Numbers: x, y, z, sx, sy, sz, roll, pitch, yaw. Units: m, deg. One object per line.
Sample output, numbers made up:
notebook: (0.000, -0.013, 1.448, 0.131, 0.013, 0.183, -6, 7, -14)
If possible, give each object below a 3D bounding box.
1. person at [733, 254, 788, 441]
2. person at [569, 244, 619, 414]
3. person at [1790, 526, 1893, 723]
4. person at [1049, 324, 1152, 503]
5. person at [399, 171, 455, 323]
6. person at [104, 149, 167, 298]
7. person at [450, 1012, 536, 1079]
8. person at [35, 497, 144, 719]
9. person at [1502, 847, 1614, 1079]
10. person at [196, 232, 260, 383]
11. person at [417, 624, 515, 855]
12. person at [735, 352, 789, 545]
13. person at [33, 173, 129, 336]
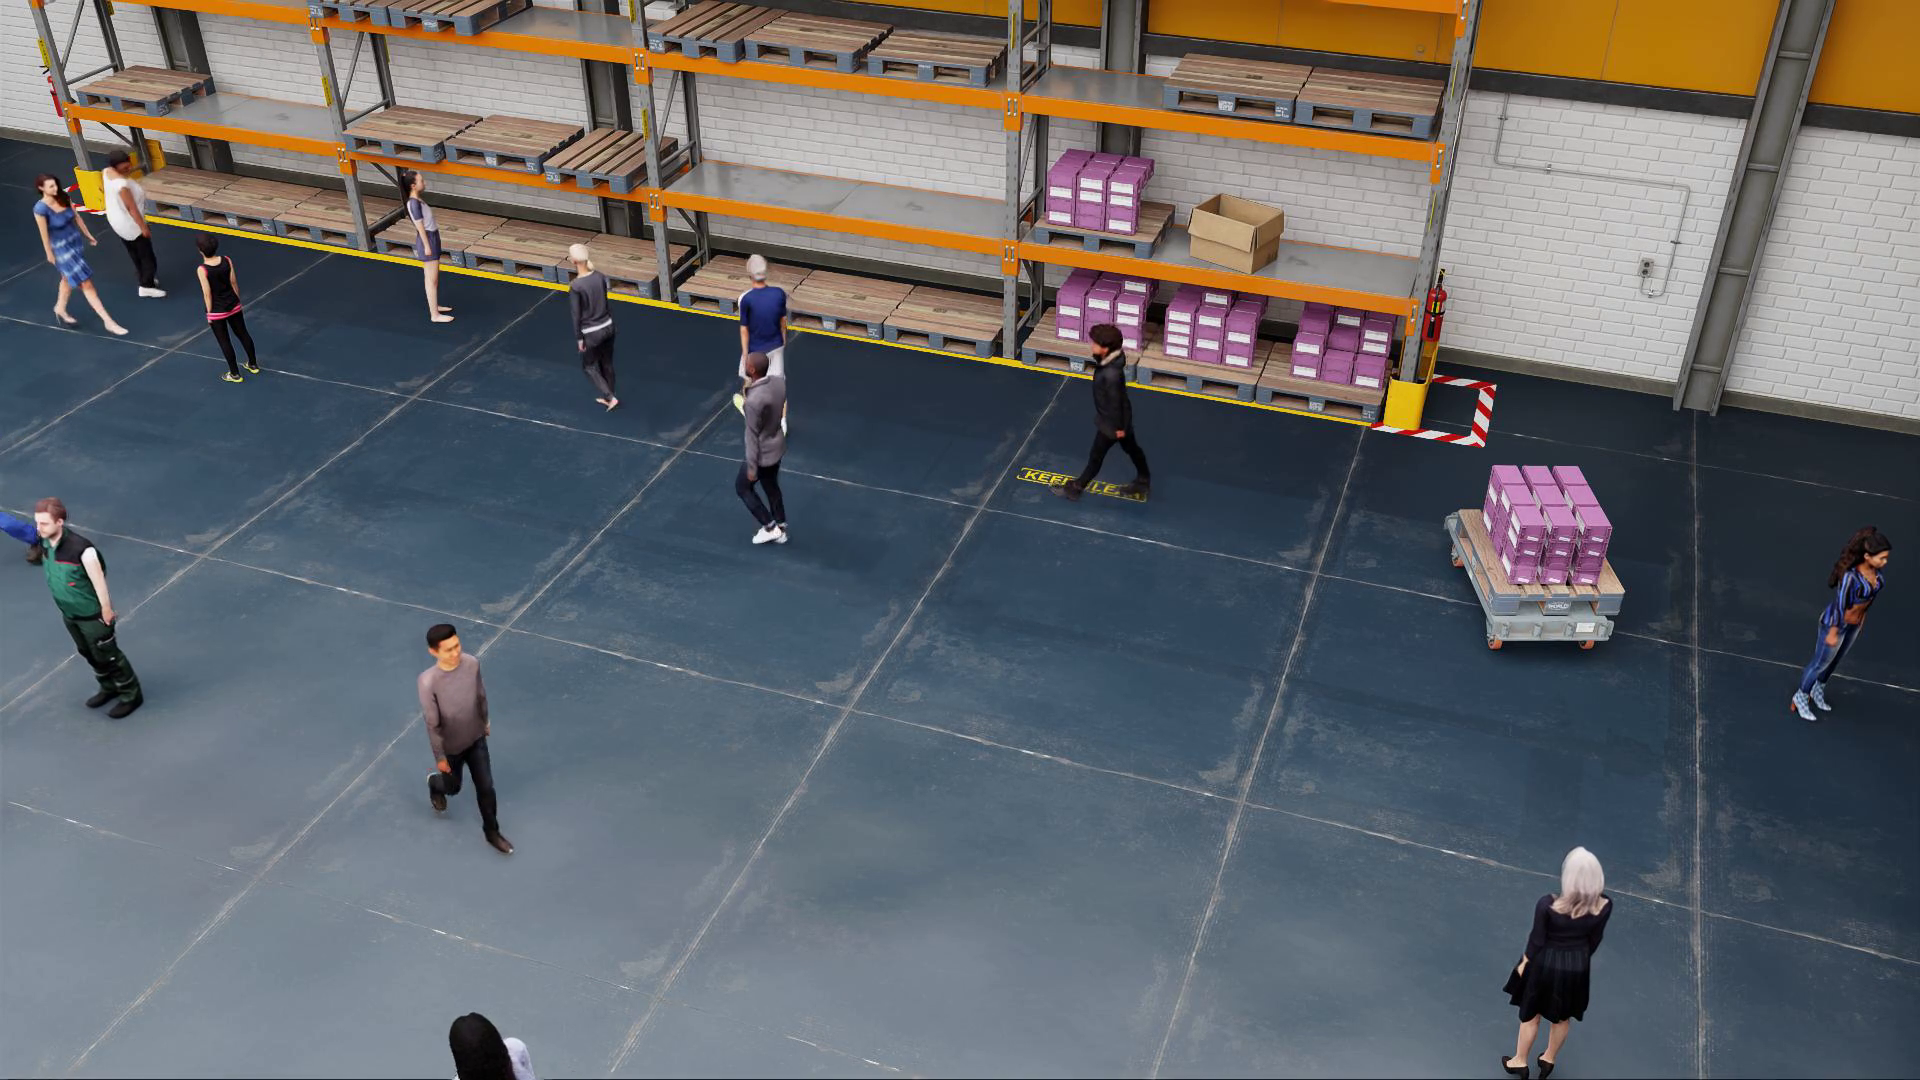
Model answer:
person: (-1.778, -1.720, 15.405, 1.098, 1.794, 1.192, -17, 37, -24)
person: (-3.412, -1.977, 15.875, 0.887, 1.702, 0.786, 29, 43, 36)
person: (6.386, 0.610, 12.055, 0.696, 1.621, 0.740, -18, 38, -25)
person: (1.418, -1.049, 14.476, 1.215, 1.704, 0.868, 1, 34, 2)
person: (-5.671, -3.122, 17.643, 0.714, 1.651, 0.674, -11, 35, -16)
person: (-9.072, -3.502, 18.201, 0.711, 1.667, 0.843, 17, 37, 24)
person: (-2.226, 3.026, 8.332, 1.134, 1.719, 0.899, 26, 42, 34)
person: (-6.334, 0.477, 12.057, 0.557, 1.841, 0.733, 16, 37, 23)
person: (3.322, 2.384, 9.272, 0.625, 1.748, 0.738, -1, 34, -2)
person: (-7.328, -2.329, 16.539, 0.556, 1.552, 0.584, 19, 38, 26)
person: (-3.344, 1.273, 10.942, 1.147, 1.749, 0.921, 22, 40, 30)
person: (-1.558, -0.715, 13.884, 0.662, 1.805, 0.758, 14, 36, 20)
person: (-9.326, -2.956, 17.300, 1.203, 1.754, 0.782, 5, 34, 8)
